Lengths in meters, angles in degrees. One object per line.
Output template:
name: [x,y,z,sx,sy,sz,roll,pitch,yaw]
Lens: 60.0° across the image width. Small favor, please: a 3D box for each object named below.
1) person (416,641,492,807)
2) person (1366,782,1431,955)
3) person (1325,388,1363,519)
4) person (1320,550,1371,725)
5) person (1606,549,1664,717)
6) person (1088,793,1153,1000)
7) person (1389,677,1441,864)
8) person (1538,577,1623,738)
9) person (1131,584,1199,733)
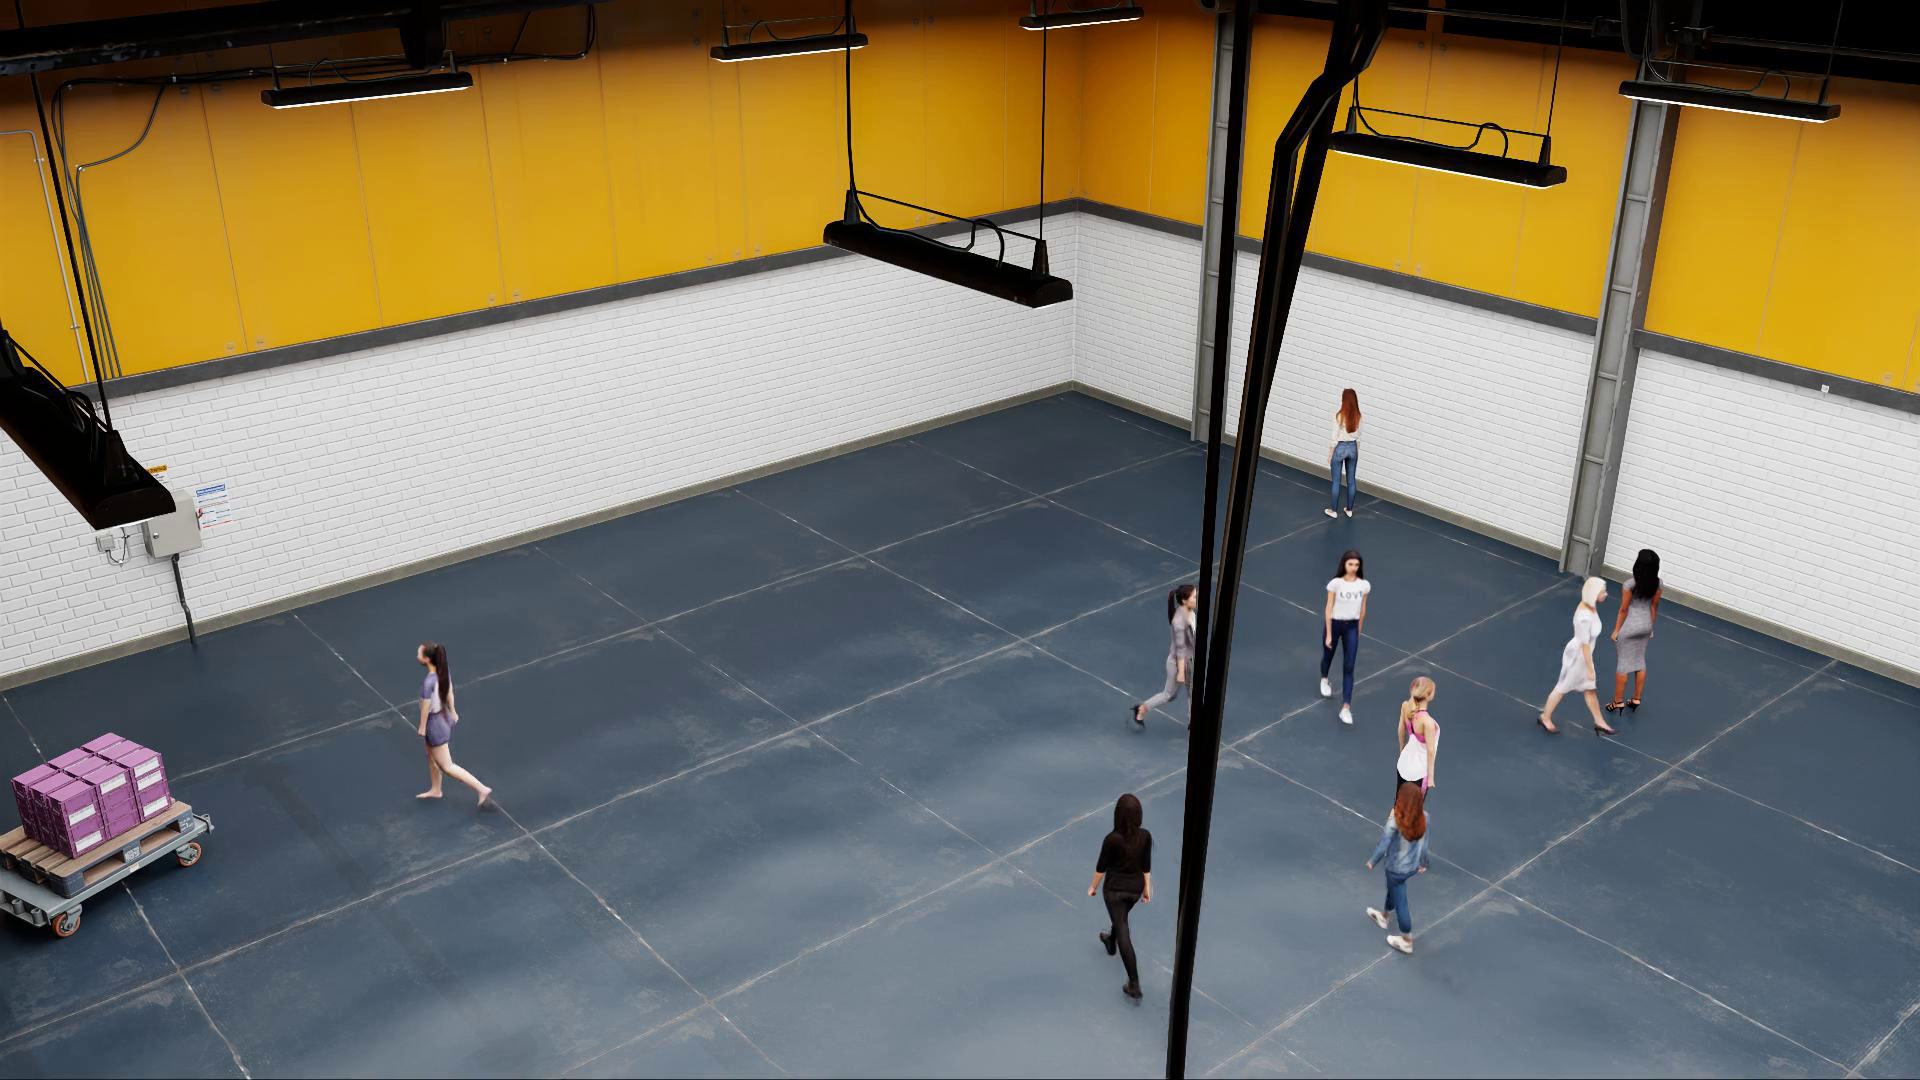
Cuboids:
person: [-4.623,1.694,15.019,1.053,1.623,0.994,2,24,4]
person: [3.536,2.616,13.116,0.614,1.456,0.807,-15,28,-30]
person: [4.938,-1.118,21.322,0.650,1.725,0.659,-4,24,-9]
person: [3.796,0.894,16.725,1.068,1.722,1.188,0,24,0]
person: [6.736,0.915,16.604,0.674,1.781,0.683,-5,24,-11]
person: [1.277,2.731,12.667,0.830,1.606,1.142,-8,25,-18]
person: [3.864,1.967,14.189,0.724,1.787,0.567,-9,25,-20]
person: [5.916,1.145,16.159,1.085,1.715,0.840,12,26,25]
person: [2.070,1.192,16.133,1.145,1.649,0.949,8,25,18]
